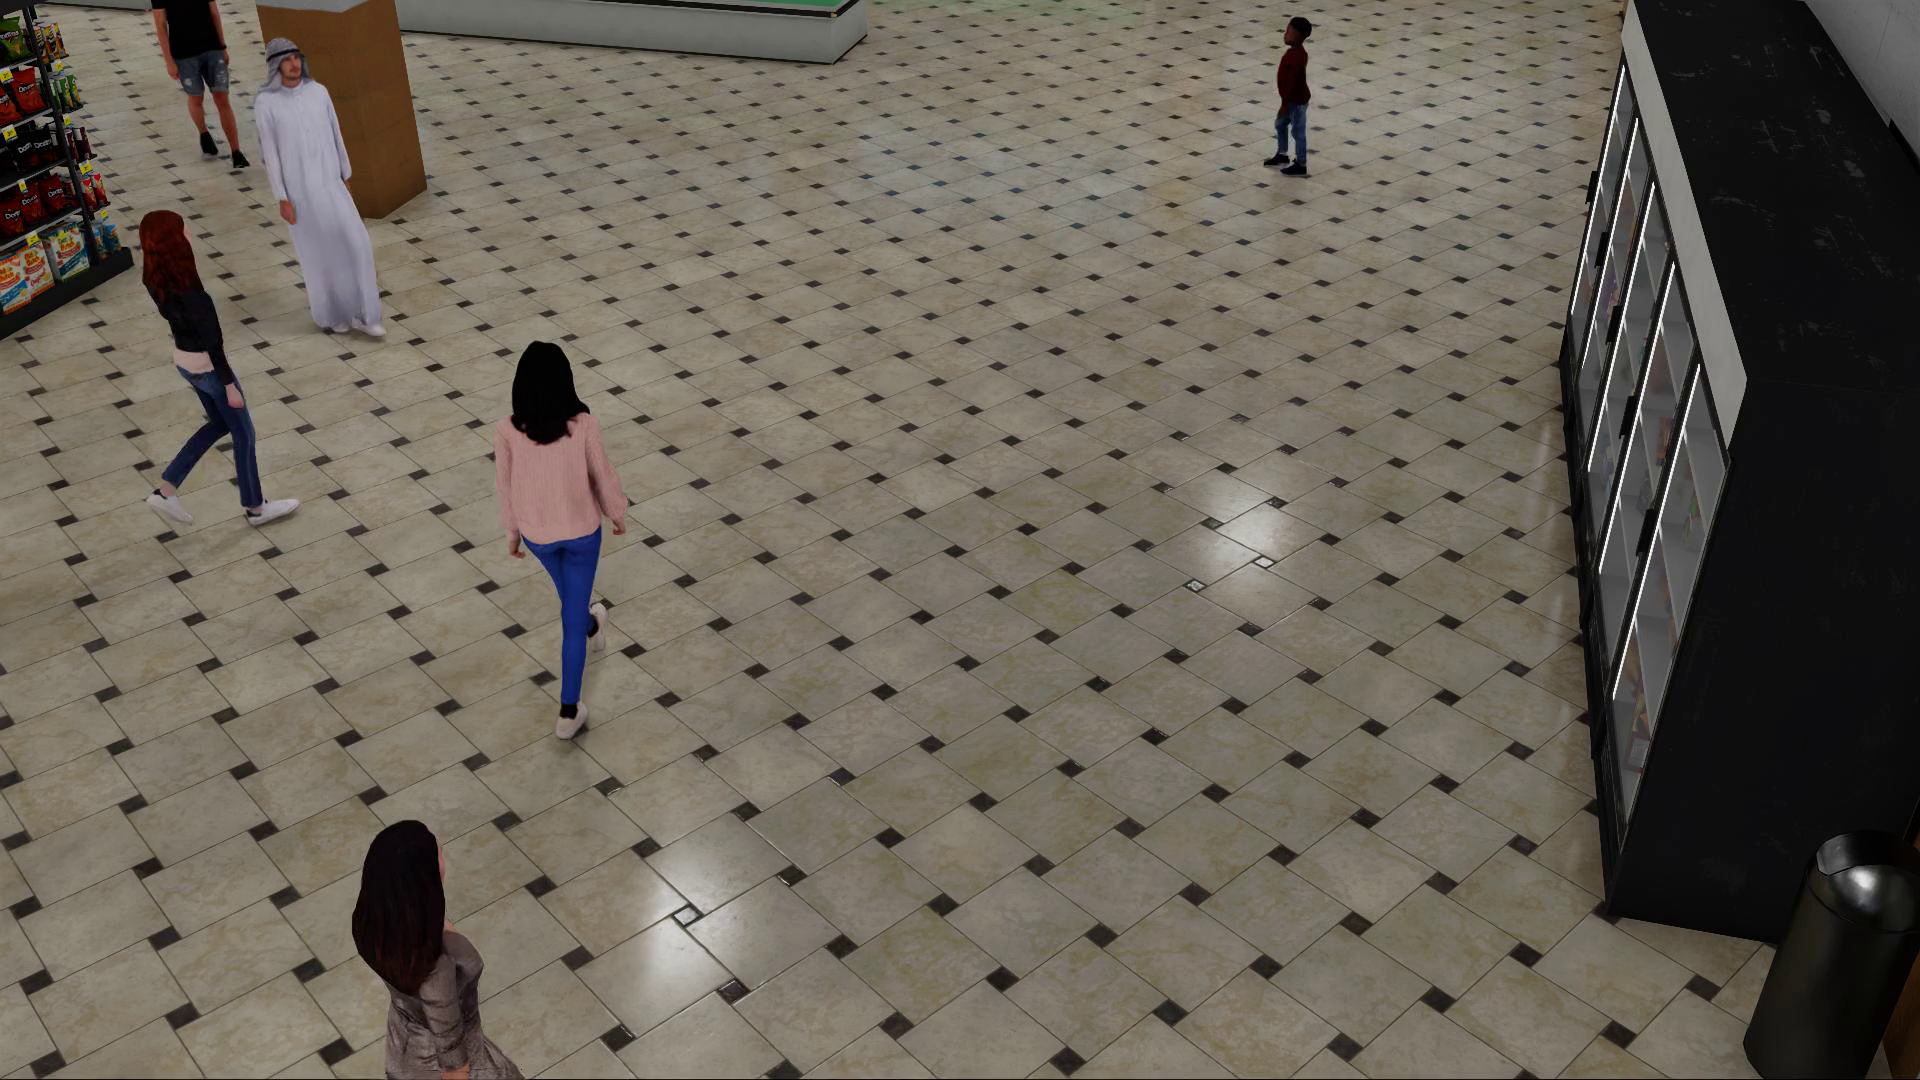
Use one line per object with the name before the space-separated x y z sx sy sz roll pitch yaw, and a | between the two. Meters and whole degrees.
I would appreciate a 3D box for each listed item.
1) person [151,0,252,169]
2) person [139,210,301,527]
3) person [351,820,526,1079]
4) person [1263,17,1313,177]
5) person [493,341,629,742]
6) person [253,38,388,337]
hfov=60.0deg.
person | -6.149 -3.904 13.334 1.173 1.794 1.277 -19 37 -28
person | -3.847 -0.778 8.338 0.942 1.767 0.983 -26 40 -35
person | -1.527 1.538 4.671 1.128 1.707 0.964 22 38 31
person | 2.736 -3.514 13.231 0.581 1.242 0.527 4 32 7
person | -1.703 0.046 7.064 1.171 1.712 0.912 1 32 2
person | -4.147 -2.234 10.539 0.938 1.912 1.022 -27 41 -36
